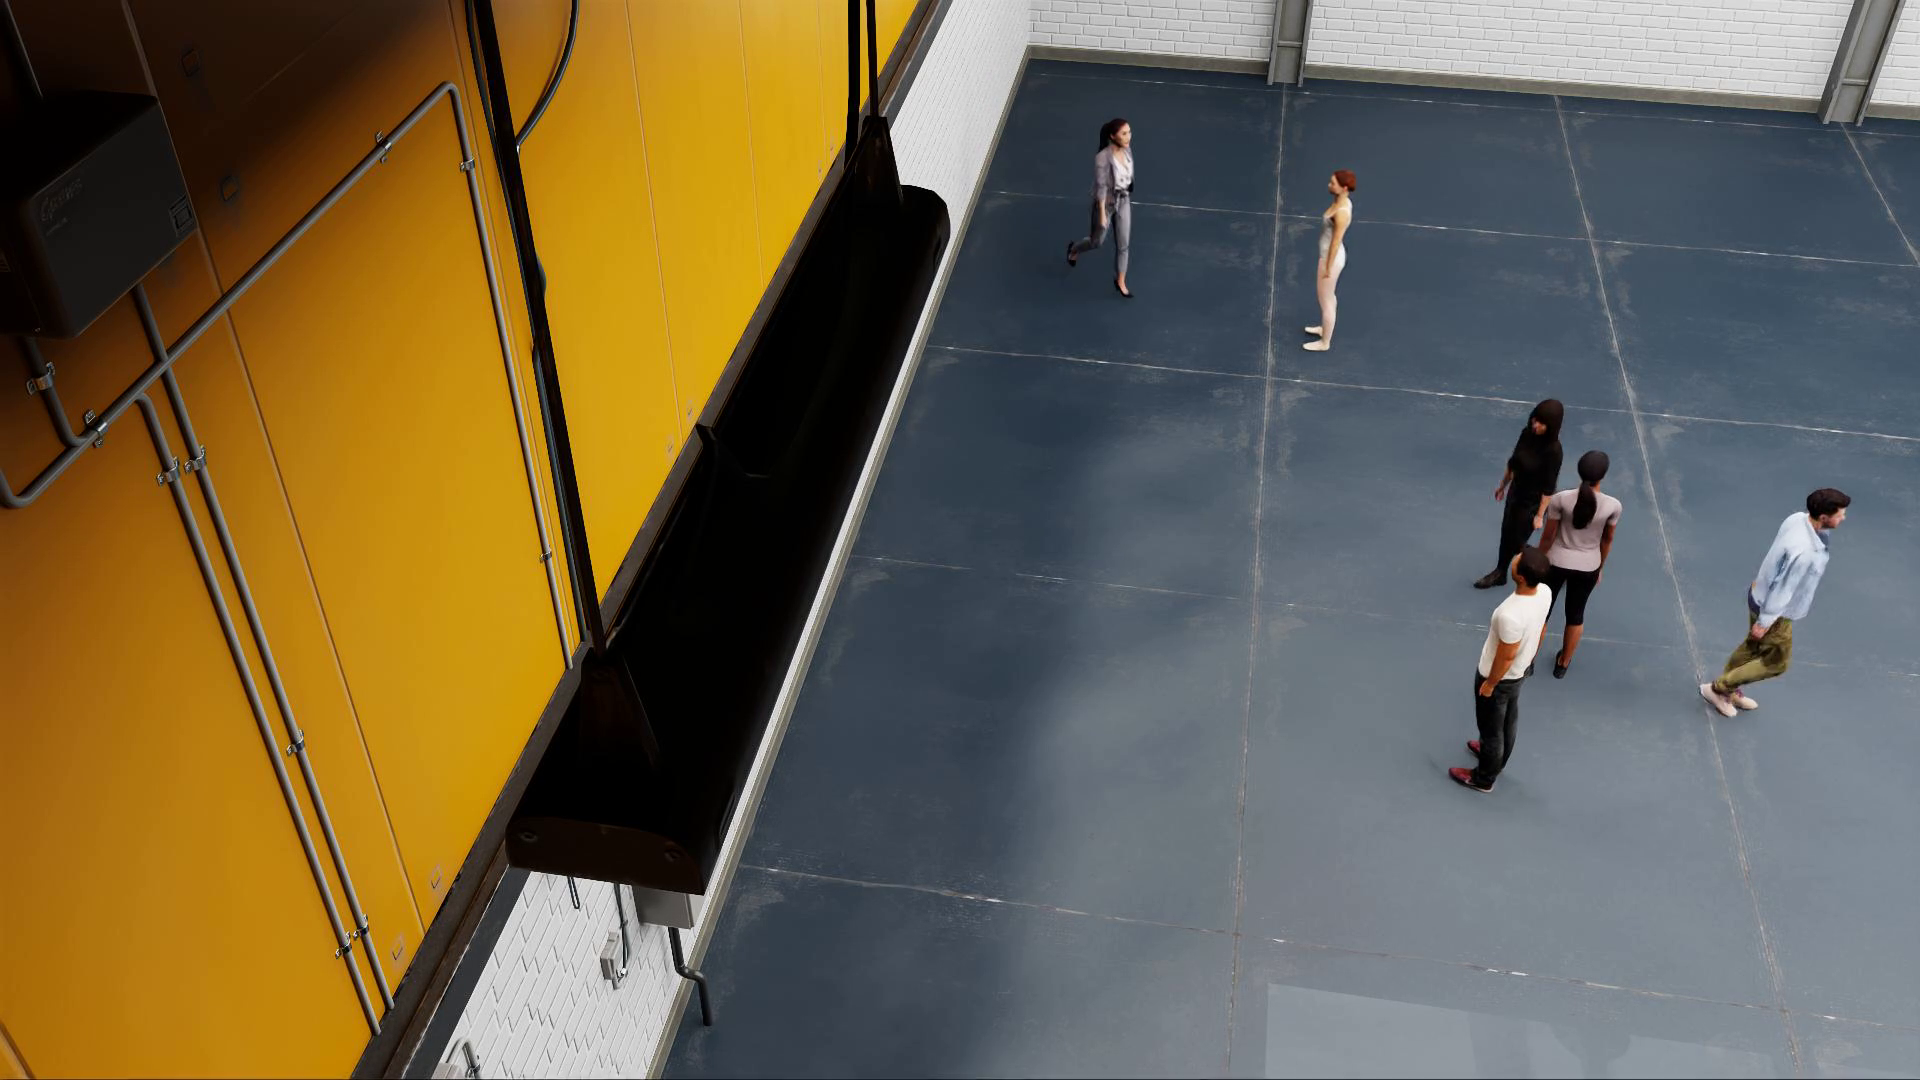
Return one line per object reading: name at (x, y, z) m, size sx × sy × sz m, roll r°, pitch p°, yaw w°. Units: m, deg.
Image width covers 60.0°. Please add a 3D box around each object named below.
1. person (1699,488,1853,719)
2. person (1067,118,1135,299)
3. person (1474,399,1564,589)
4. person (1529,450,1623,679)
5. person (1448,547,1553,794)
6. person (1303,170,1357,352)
person at (5.049, 0.389, 10.513) m, size 0.750 × 1.794 × 0.763 m, roll 13°, pitch 41°, yaw 16°
person at (1.283, -2.977, 14.837) m, size 0.989 × 1.656 × 1.089 m, roll -29°, pitch 47°, yaw -31°
person at (3.987, -0.305, 11.512) m, size 0.816 × 1.631 × 0.747 m, roll -11°, pitch 40°, yaw -13°
person at (3.967, 0.170, 10.826) m, size 0.461 × 1.745 × 0.658 m, roll 7°, pitch 39°, yaw 8°
person at (3.297, 0.777, 10.020) m, size 0.709 × 1.801 × 0.721 m, roll 27°, pitch 46°, yaw 29°
person at (3.161, -2.381, 14.102) m, size 0.453 × 1.642 × 0.536 m, roll 7°, pitch 39°, yaw 8°
